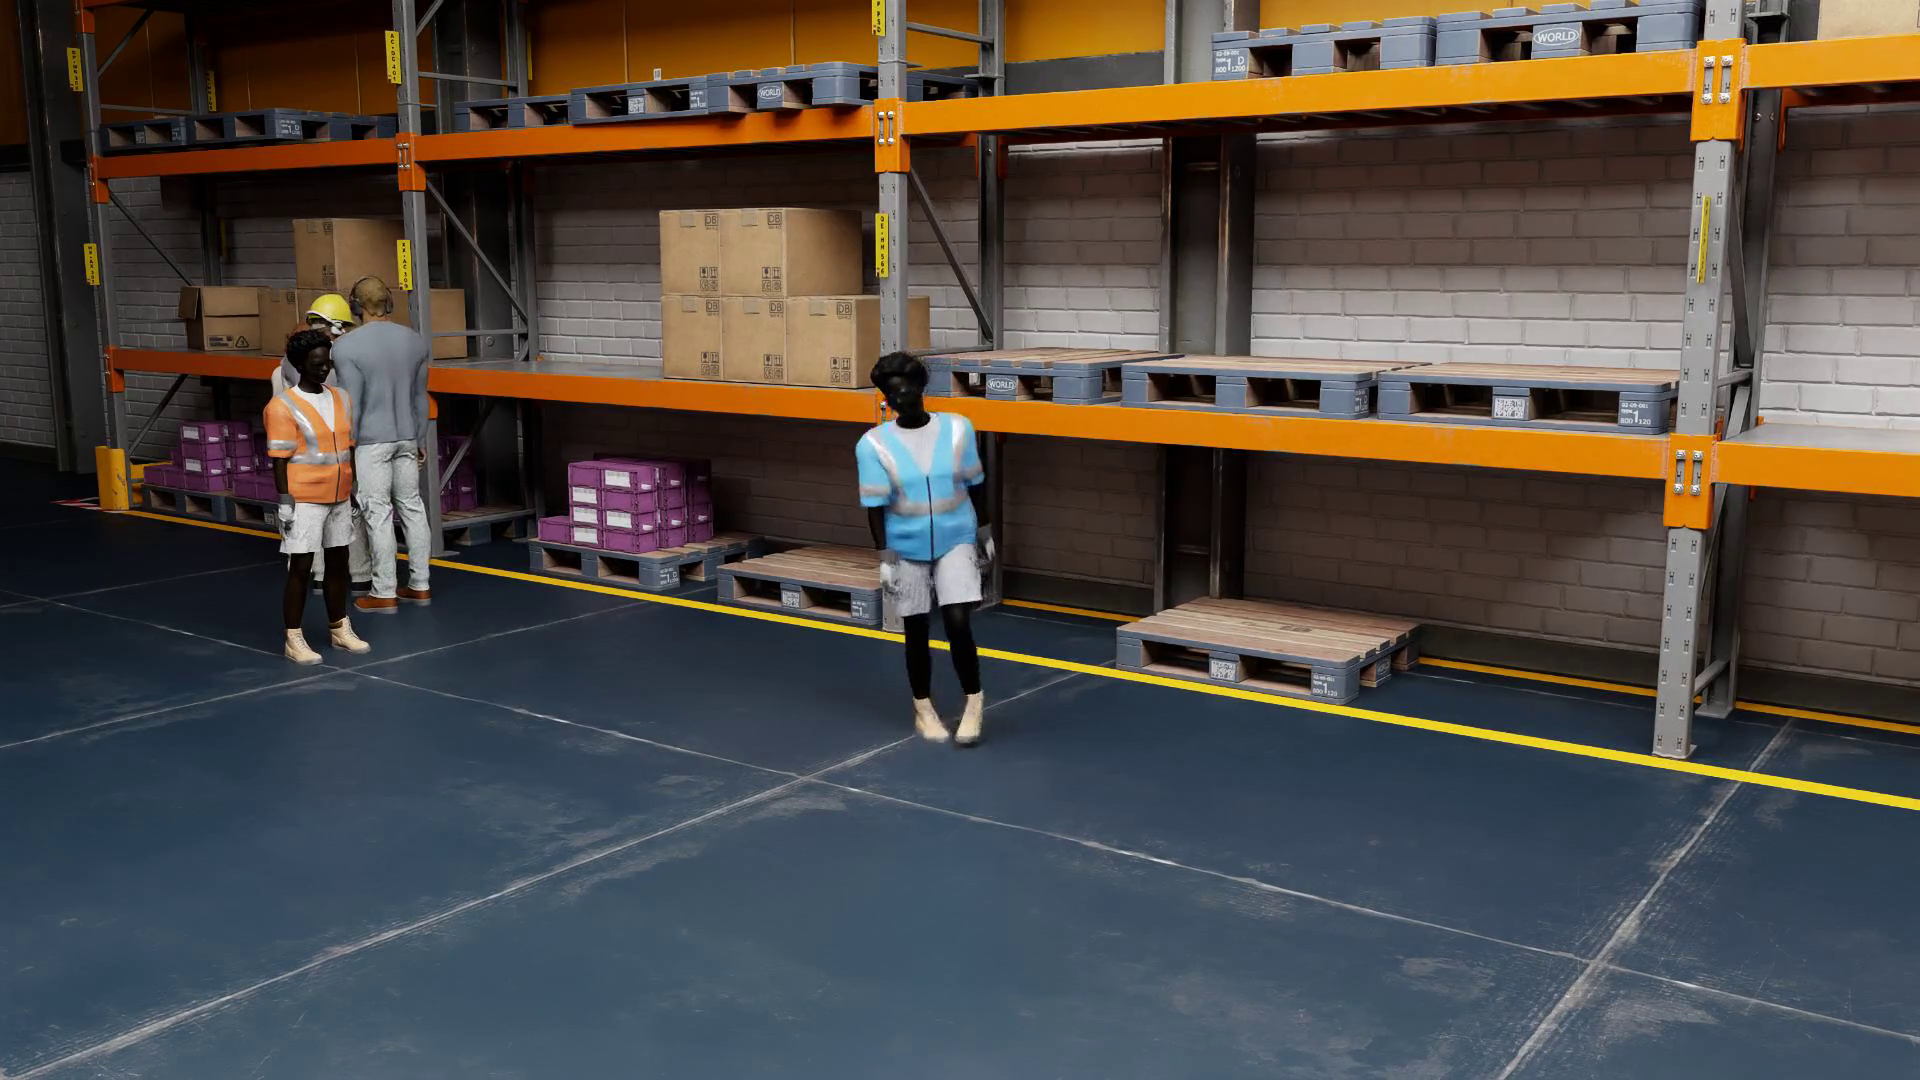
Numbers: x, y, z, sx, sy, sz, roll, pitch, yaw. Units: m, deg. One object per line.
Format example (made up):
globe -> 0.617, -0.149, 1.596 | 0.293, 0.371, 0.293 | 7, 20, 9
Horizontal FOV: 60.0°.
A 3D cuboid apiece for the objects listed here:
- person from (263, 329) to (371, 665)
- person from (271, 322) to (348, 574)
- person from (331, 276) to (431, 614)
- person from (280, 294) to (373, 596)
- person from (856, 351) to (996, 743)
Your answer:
person -> -3.243, -0.214, 8.381 | 0.320, 1.687, 0.533 | 4, 10, 24
person -> -4.239, -0.599, 10.842 | 0.277, 1.629, 0.497 | 6, 11, 30
person -> -3.323, -0.544, 9.587 | 0.362, 1.936, 0.631 | 6, 11, 32
person -> -3.768, -0.565, 10.058 | 0.588, 1.822, 0.403 | 3, 10, 16
person -> -0.132, 0.055, 6.869 | 0.592, 1.659, 0.478 | -1, 10, -8
